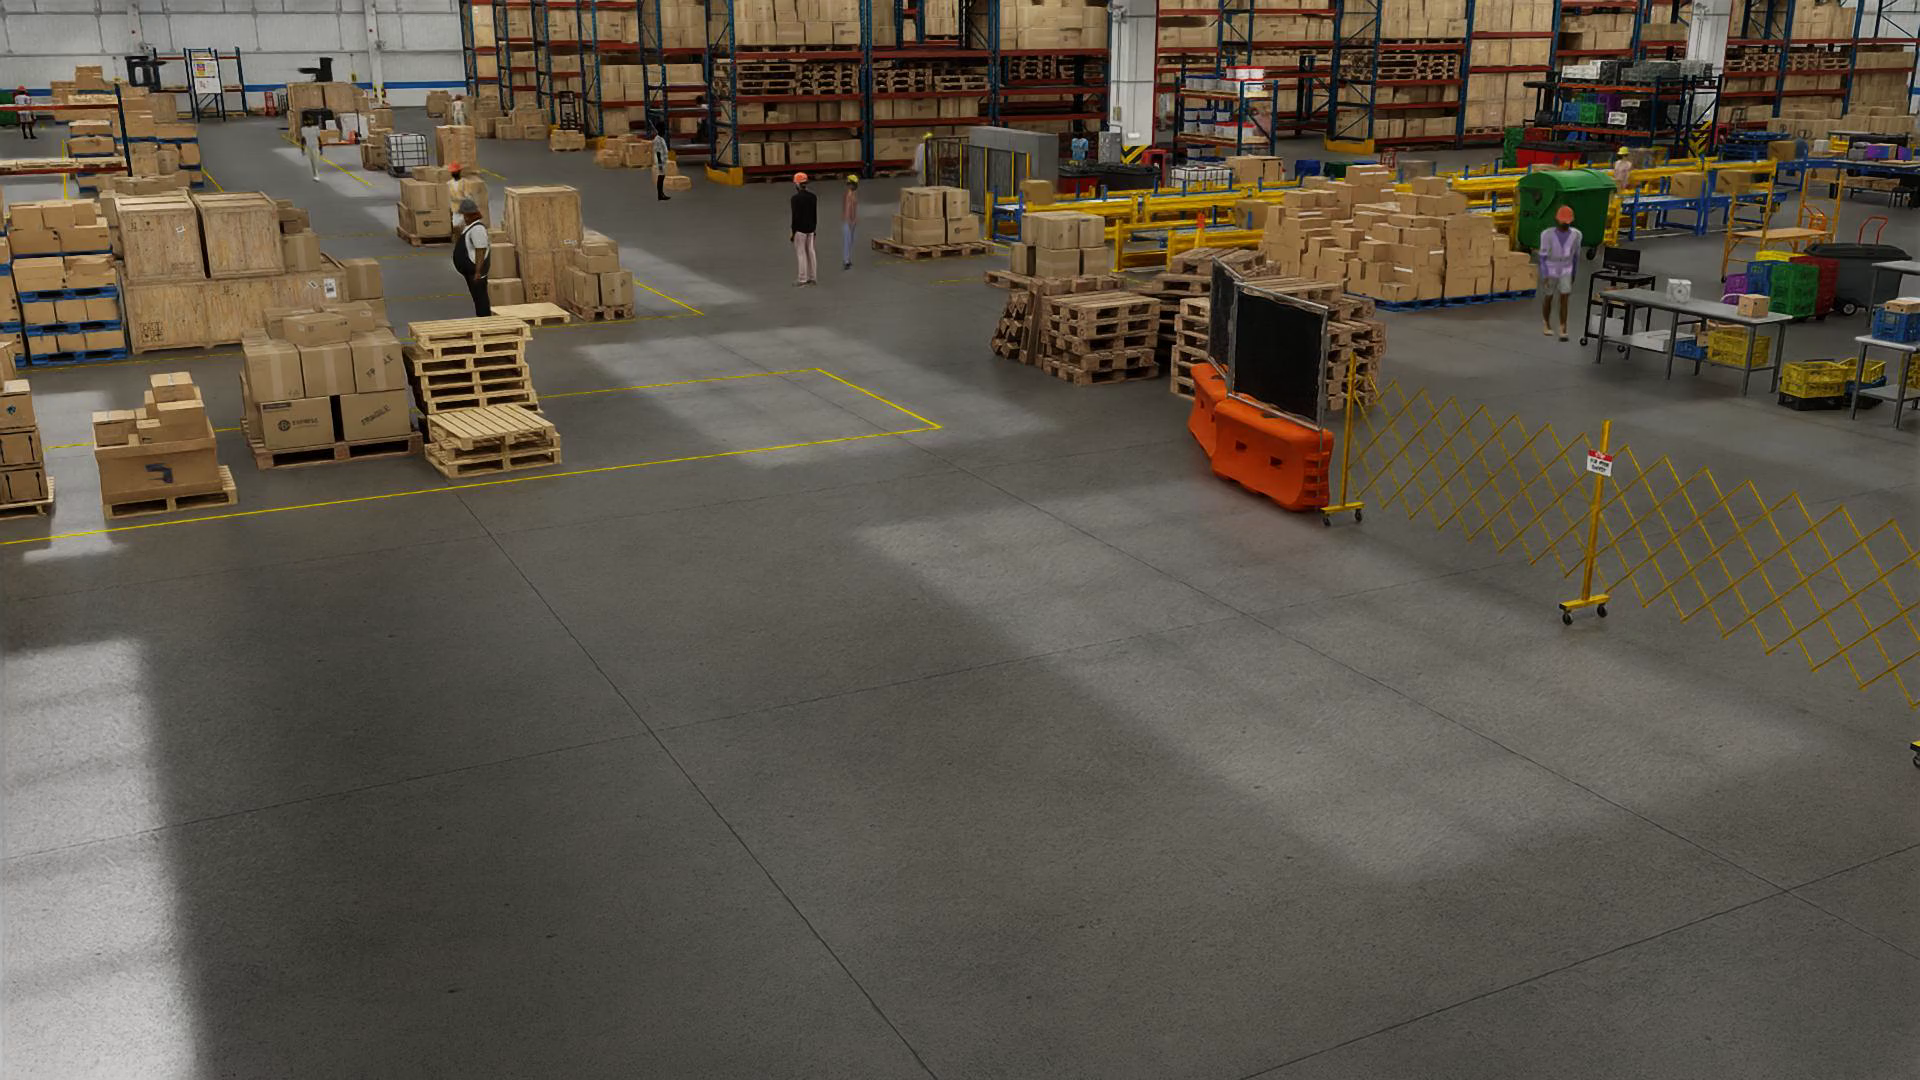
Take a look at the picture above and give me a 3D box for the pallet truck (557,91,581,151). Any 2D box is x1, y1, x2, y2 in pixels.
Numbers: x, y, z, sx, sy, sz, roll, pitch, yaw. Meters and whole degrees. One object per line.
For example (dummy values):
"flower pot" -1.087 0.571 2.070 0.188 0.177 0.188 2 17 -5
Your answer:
"pallet truck" -13.495 -14.412 57.188 0.823 1.965 1.885 -3 18 -9

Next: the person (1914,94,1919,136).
"person" 36.983 -16.483 63.742 0.604 1.937 0.402 0 18 0

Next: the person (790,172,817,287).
"person" -2.765 -5.458 29.278 0.389 1.992 0.625 13 22 35

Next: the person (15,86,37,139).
"person" -34.929 -15.967 62.131 0.549 1.936 0.376 -1 18 -3

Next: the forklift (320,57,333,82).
"forklift" -25.134 -17.789 66.292 1.873 2.768 1.129 -9 20 -26

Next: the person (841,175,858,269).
"person" -2.101 -6.001 31.424 0.306 1.726 0.668 1 18 4

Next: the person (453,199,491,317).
"person" -7.301 -4.081 24.912 0.537 2.000 0.691 -7 19 -22

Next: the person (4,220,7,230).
"person" -20.236 -7.143 34.727 0.322 1.875 0.524 3 18 10

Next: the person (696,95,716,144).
"person" -8.824 -14.354 57.210 0.947 1.883 0.603 -8 19 -23

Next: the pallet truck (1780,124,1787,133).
"pallet truck" 25.206 -12.542 52.601 1.601 1.201 0.680 0 18 -2

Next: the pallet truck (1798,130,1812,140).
"pallet truck" 25.526 -11.556 49.408 1.630 1.274 0.653 -9 20 -26

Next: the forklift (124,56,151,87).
"forklift" -33.746 -18.506 68.527 1.873 2.768 1.129 7 19 21

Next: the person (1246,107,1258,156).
"person" 9.646 -13.418 54.698 0.524 1.614 0.478 -8 19 -23

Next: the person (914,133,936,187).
"person" -0.812 -9.237 41.425 1.019 1.760 0.616 -13 22 -35

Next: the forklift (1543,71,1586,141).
"forklift" 18.685 -13.231 52.085 1.873 2.768 1.129 -9 20 -26

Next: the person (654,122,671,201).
"person" -7.594 -9.628 42.323 0.361 1.962 0.618 0 18 -1

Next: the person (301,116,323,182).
"person" -18.315 -11.035 46.953 0.538 1.812 0.986 -3 18 -8

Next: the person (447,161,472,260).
"person" -9.730 -6.475 32.604 0.560 1.912 0.886 5 19 16

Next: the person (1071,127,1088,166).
"person" 3.183 -10.191 44.521 0.531 1.692 0.320 13 22 35

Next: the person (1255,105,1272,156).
"person" 9.454 -12.509 51.479 0.673 1.851 0.981 -7 19 -22

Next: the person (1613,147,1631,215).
"person" 14.834 -7.988 37.549 0.618 1.743 0.554 -6 19 -19

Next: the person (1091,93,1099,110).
"person" 5.602 -18.097 69.218 0.363 1.662 0.681 1 18 3

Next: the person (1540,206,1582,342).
"person" 8.832 -3.932 24.545 0.602 1.968 1.098 3 18 9

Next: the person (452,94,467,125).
"person" -18.844 -15.918 62.481 0.551 1.618 0.559 0 18 1

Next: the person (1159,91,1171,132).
"person" 8.108 -17.075 65.794 0.537 1.812 0.644 -6 19 -19
